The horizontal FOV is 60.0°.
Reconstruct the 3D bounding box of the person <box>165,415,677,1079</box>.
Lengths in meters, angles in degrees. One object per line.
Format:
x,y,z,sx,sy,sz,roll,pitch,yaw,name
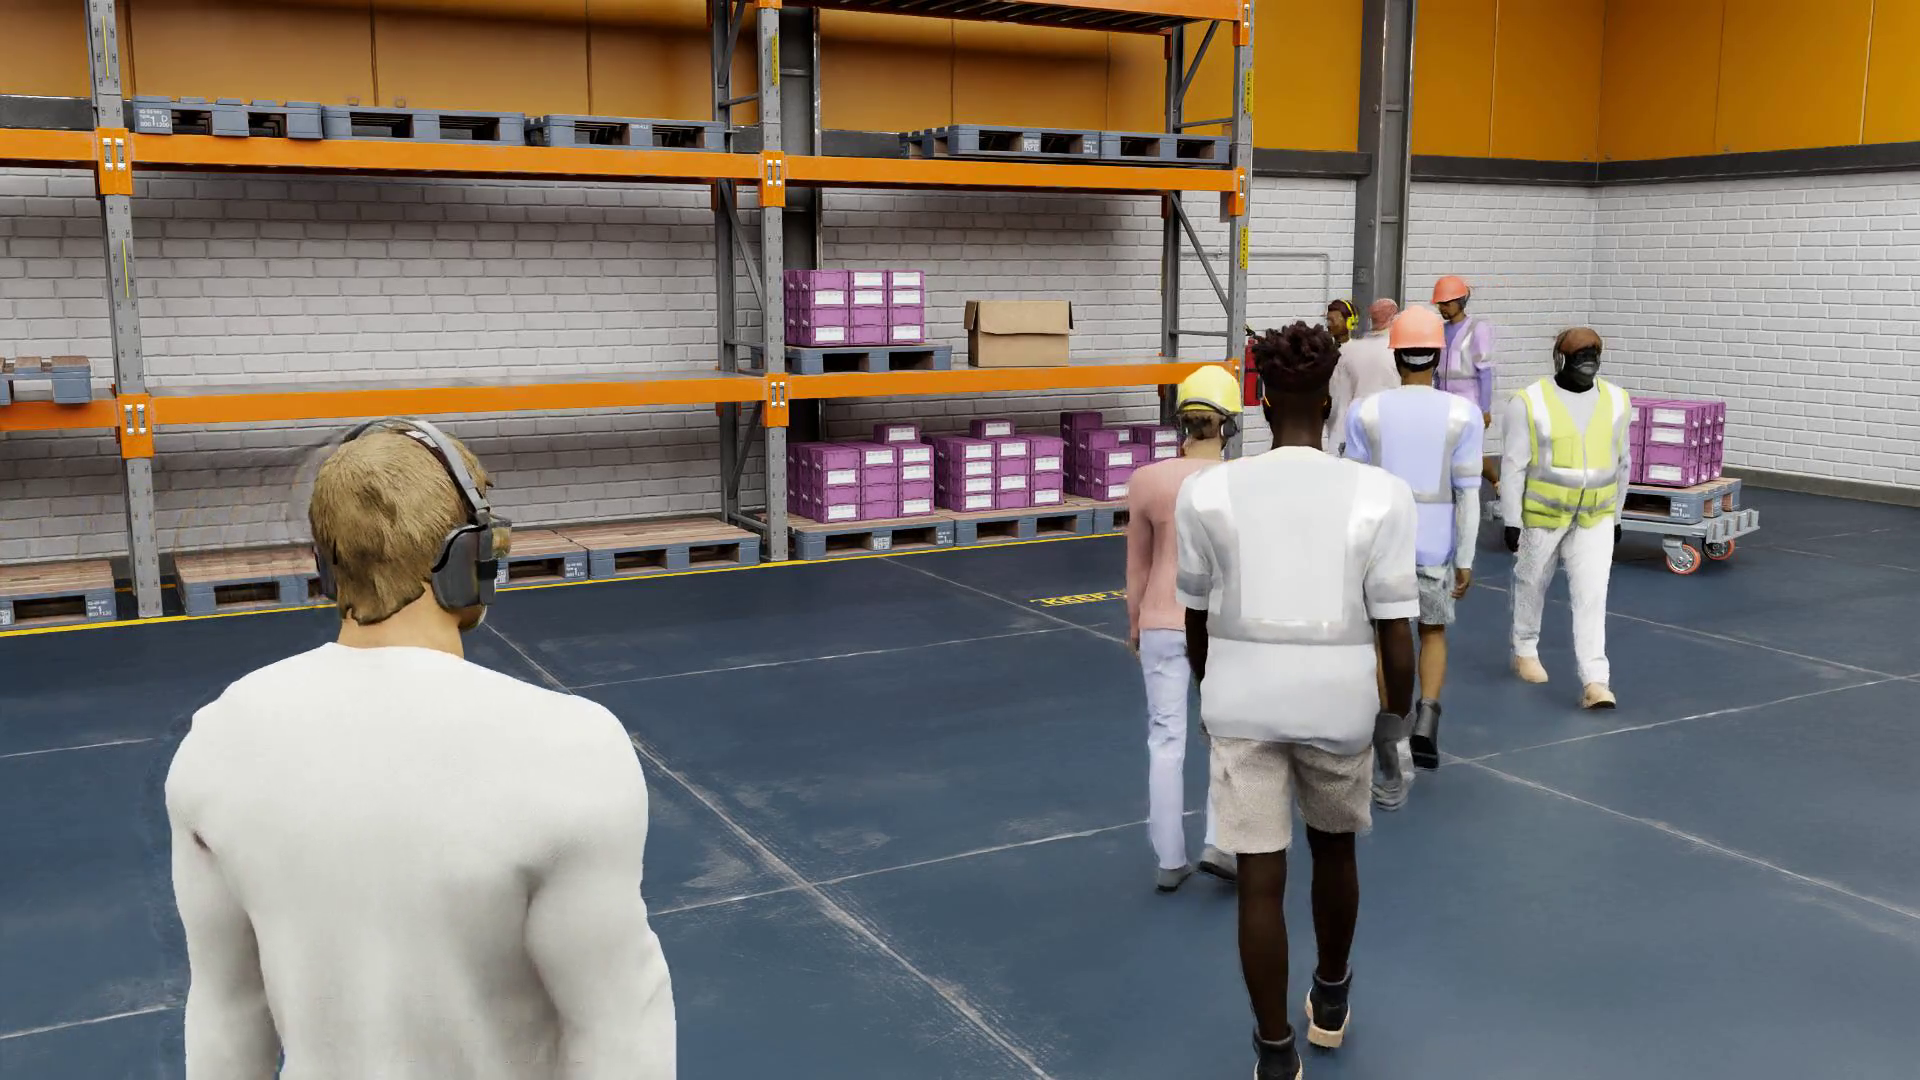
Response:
-0.676,0.803,2.018,0.634,1.912,0.958,4,10,23,person

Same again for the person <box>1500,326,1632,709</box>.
2.912,-0.125,7.991,0.645,1.791,0.987,0,9,1,person

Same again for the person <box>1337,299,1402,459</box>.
2.945,-0.744,11.614,0.962,1.864,0.640,-7,12,-36,person

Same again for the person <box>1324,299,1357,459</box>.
2.756,-0.869,12.432,0.915,1.829,0.490,-4,10,-22,person

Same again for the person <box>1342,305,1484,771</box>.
1.803,0.019,6.719,0.548,1.922,0.474,2,10,14,person

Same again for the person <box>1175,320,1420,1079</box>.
0.846,0.415,4.263,0.596,1.930,0.802,2,9,9,person

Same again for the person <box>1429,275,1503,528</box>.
3.997,-1.068,13.090,0.715,2.010,0.662,-4,10,-23,person

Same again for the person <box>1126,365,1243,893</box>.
0.793,0.301,5.519,0.540,1.750,0.407,4,10,22,person
